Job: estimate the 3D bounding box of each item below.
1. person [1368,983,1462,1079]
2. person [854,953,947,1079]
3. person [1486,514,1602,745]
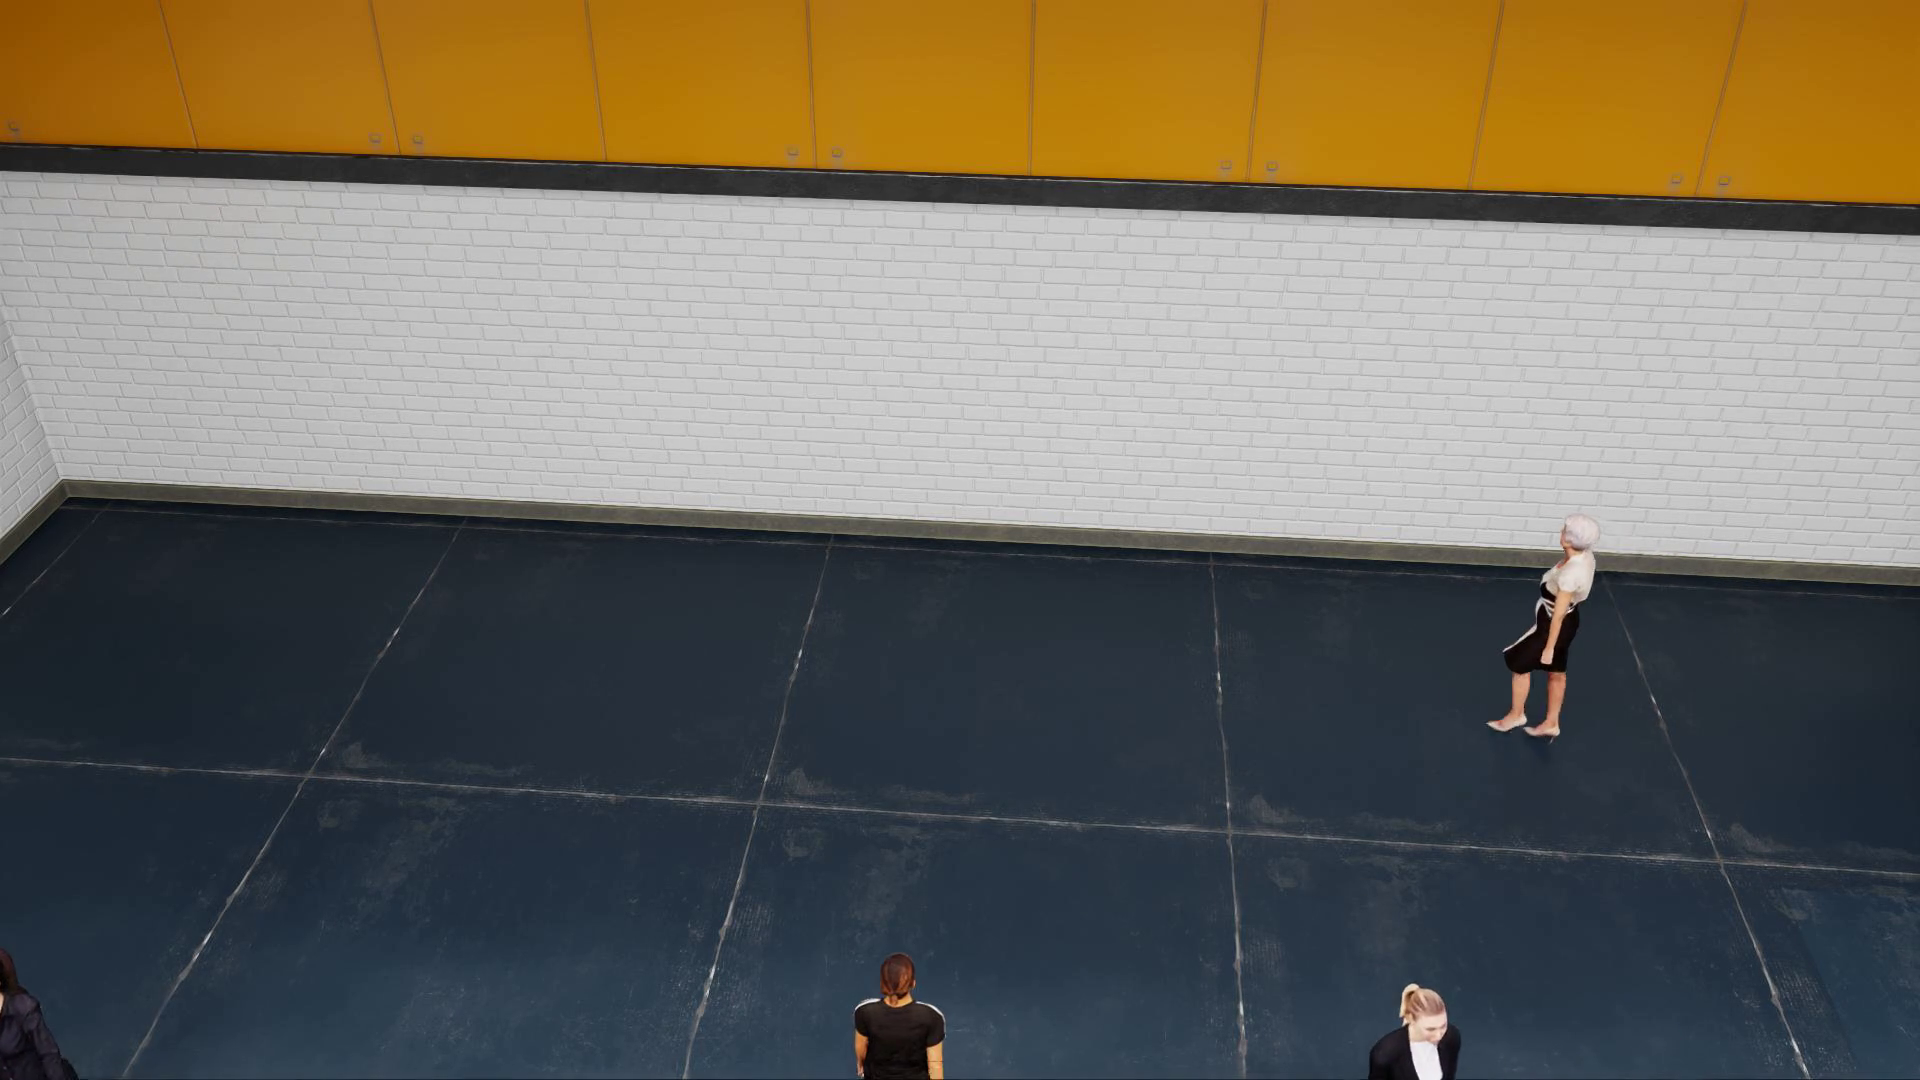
[{"bbox_3d":[2.016,2.627,7.757,0.903,1.681,1.115,-12,35,-17],"label":"person"},{"bbox_3d":[-0.293,2.651,7.775,0.581,1.621,1.074,3,34,4],"label":"person"},{"bbox_3d":[3.918,0.631,10.706,0.874,1.741,0.794,22,39,29],"label":"person"}]
